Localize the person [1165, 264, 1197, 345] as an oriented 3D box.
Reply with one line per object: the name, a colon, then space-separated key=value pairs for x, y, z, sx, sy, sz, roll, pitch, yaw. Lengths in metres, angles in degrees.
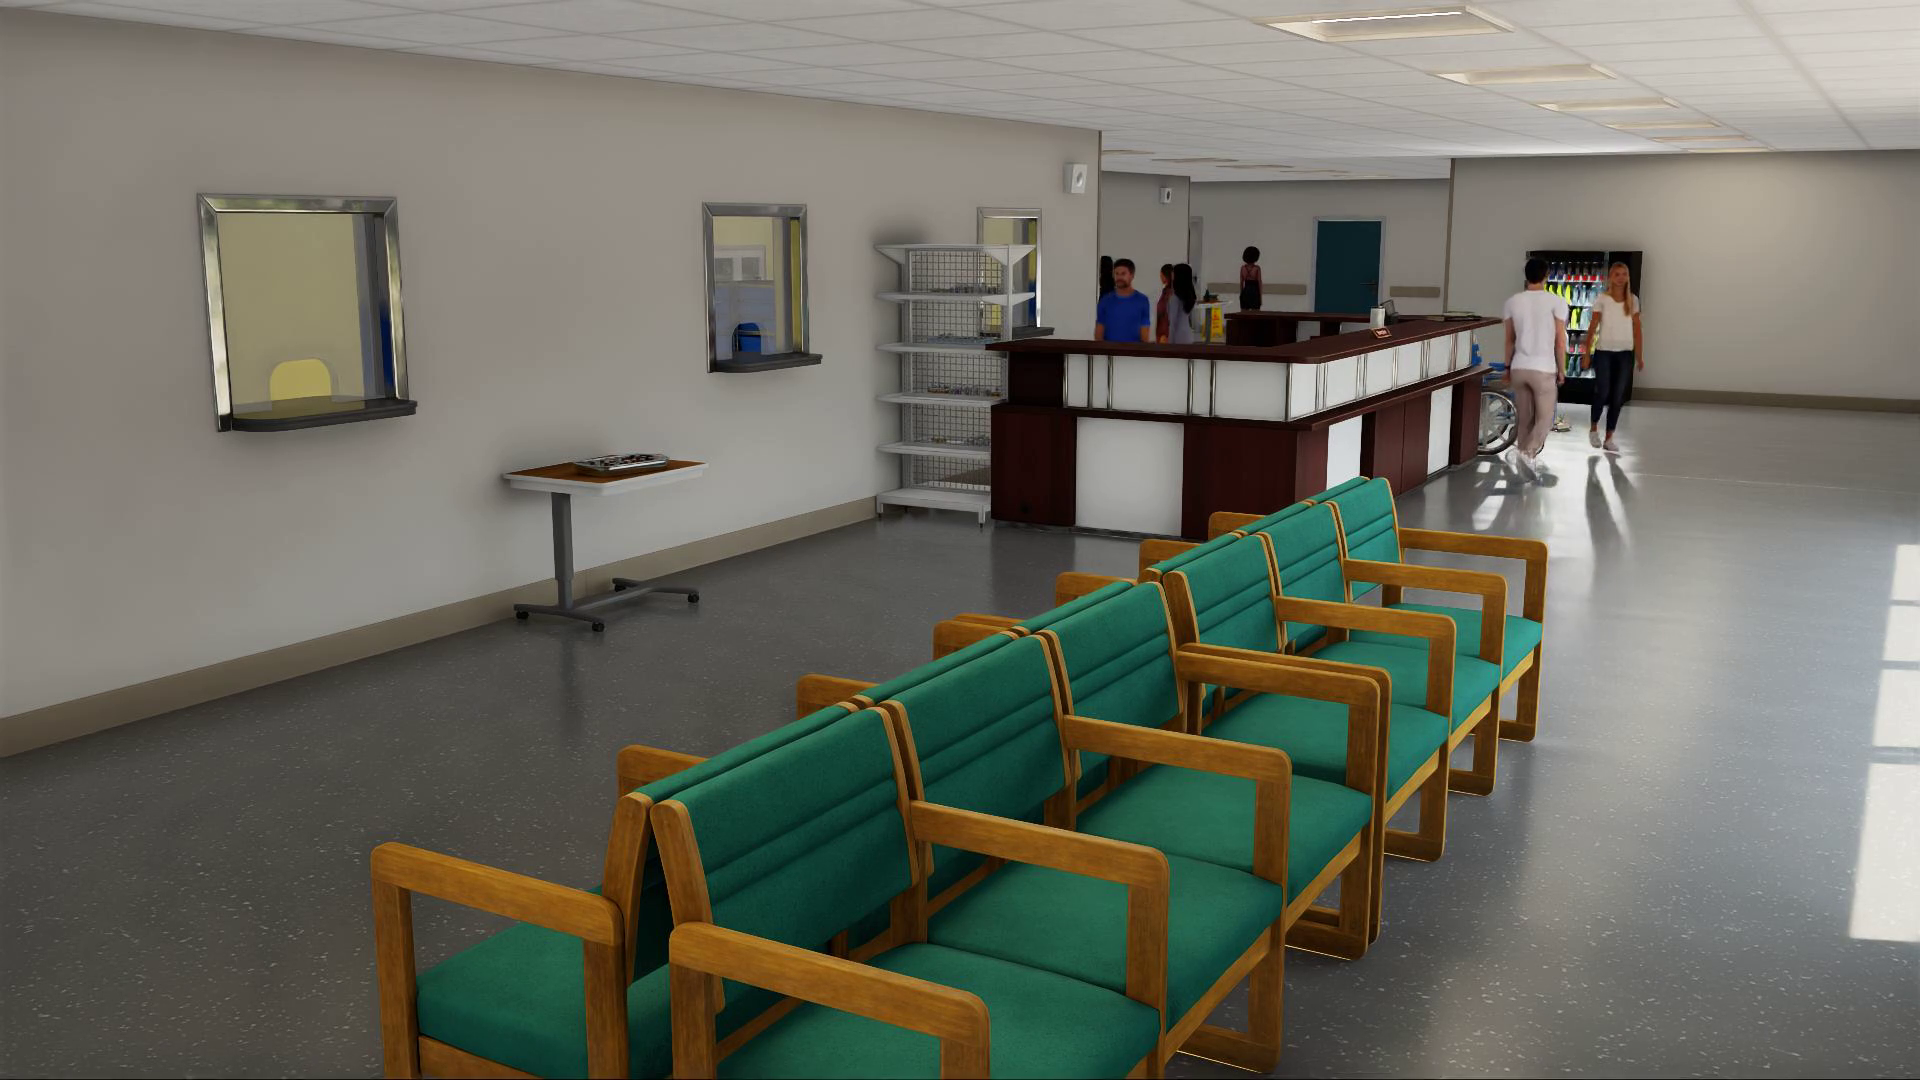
person: x=2.481 y=-2.122 z=18.087 sx=0.947 sy=1.721 sz=0.701 roll=9 pitch=14 yaw=40

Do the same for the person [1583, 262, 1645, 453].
person: x=6.197 y=-1.742 z=15.884 sx=0.723 sy=1.795 sz=0.819 roll=-1 pitch=11 yaw=-5

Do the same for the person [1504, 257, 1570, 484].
person: x=4.743 y=-1.390 z=13.807 sx=0.826 sy=1.877 sz=0.795 roll=8 pitch=13 yaw=37

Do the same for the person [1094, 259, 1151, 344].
person: x=1.420 y=-1.489 z=14.365 sx=0.745 sy=1.865 sz=0.751 roll=4 pitch=11 yaw=20

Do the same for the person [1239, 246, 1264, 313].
person: x=4.934 y=-4.085 z=28.254 sx=0.497 sy=1.787 sz=0.632 roll=7 pitch=13 yaw=33

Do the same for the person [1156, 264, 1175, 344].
person: x=2.448 y=-2.380 z=19.496 sx=0.663 sy=1.701 sz=0.680 roll=2 pitch=11 yaw=11

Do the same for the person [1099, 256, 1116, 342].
person: x=2.001 y=-3.013 z=22.789 sx=0.739 sy=1.718 sz=0.817 roll=-10 pitch=15 yaw=-43
